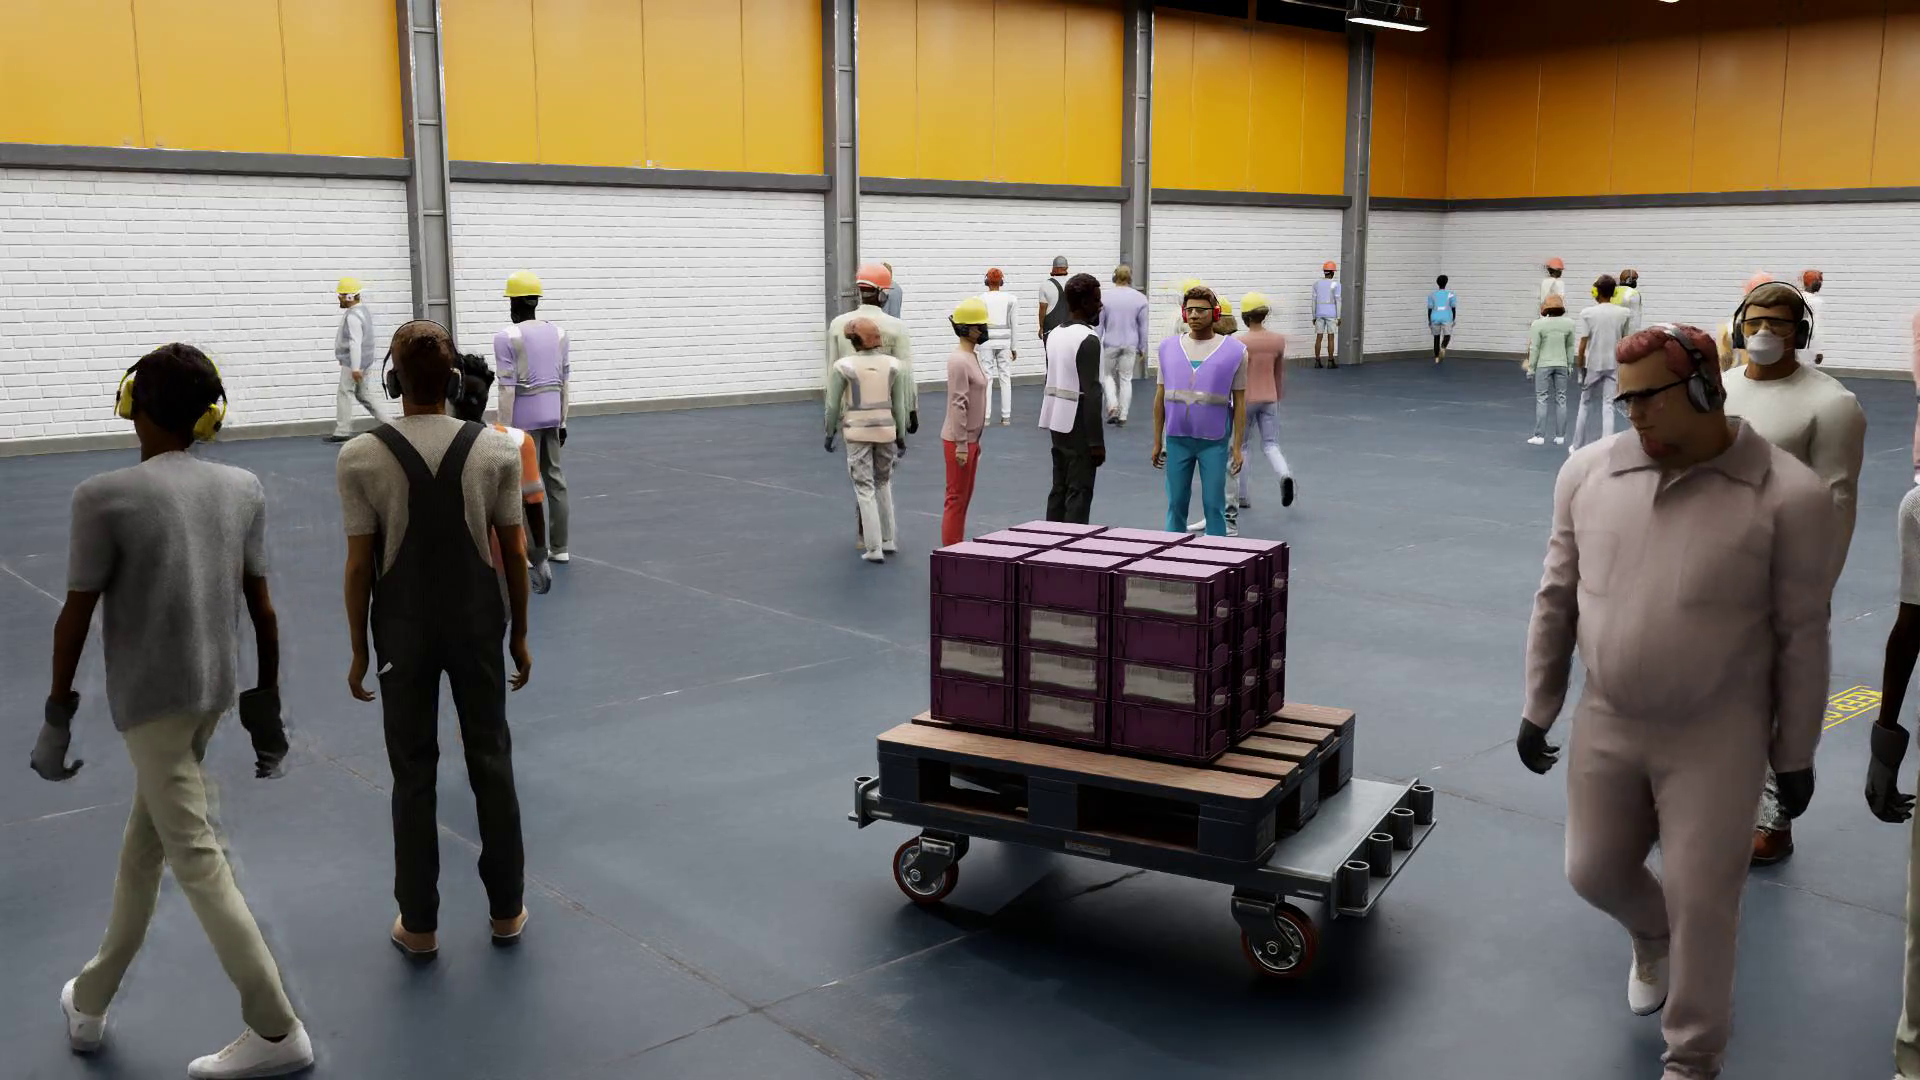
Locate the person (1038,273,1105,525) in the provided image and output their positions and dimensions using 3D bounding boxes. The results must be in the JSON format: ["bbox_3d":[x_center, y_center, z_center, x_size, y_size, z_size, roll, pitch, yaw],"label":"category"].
[{"bbox_3d":[0.691,-0.641,10.048,0.395,1.920,0.587,-4,10,-20],"label":"person"}]

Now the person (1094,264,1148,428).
[{"bbox_3d":[1.895,-2.286,19.665,0.658,1.921,0.448,0,10,-3],"label":"person"}]

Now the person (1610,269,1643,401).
[{"bbox_3d":[9.319,-2.867,23.328,0.430,1.839,0.619,-4,10,-20],"label":"person"}]

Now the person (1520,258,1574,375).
[{"bbox_3d":[10.065,-3.821,28.474,1.076,2.001,0.606,-2,10,-11],"label":"person"}]

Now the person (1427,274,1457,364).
[{"bbox_3d":[8.994,-4.125,31.115,0.541,1.681,0.584,5,11,25],"label":"person"}]

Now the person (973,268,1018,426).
[{"bbox_3d":[0.412,-2.306,19.903,0.584,1.882,0.349,-3,10,-15],"label":"person"}]

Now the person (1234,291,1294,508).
[{"bbox_3d":[2.379,-1.093,13.185,0.520,1.748,0.661,-3,10,-17],"label":"person"}]

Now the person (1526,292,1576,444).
[{"bbox_3d":[6.352,-1.839,17.896,0.499,1.633,0.279,-1,10,-4],"label":"person"}]

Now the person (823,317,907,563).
[{"bbox_3d":[-0.632,-0.662,11.039,0.534,1.616,0.547,-5,11,-26],"label":"person"}]

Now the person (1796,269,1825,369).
[{"bbox_3d":[10.154,-2.328,20.068,0.492,1.866,0.595,-2,10,-12],"label":"person"}]

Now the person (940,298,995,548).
[{"bbox_3d":[0.052,-0.613,10.330,0.330,1.768,0.526,2,10,9],"label":"person"}]

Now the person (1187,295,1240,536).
[{"bbox_3d":[1.850,-0.890,12.020,0.315,1.743,0.487,-2,10,-12],"label":"person"}]

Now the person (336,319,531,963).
[{"bbox_3d":[-1.500,0.292,4.799,0.509,1.844,0.329,-4,11,-23],"label":"person"}]

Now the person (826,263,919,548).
[{"bbox_3d":[-0.559,-0.953,11.732,0.646,1.962,0.815,5,11,26],"label":"person"}]

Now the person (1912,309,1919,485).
[{"bbox_3d":[8.695,-1.414,14.619,0.665,1.907,0.405,-1,10,-4],"label":"person"}]

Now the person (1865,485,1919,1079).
[{"bbox_3d":[2.235,0.490,3.621,0.349,1.861,0.514,-5,11,-26],"label":"person"}]

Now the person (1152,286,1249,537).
[{"bbox_3d":[1.425,-0.583,9.915,0.563,1.847,0.389,4,10,22],"label":"person"}]

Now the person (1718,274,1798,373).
[{"bbox_3d":[5.956,-1.040,12.489,0.562,1.895,0.900,5,11,26],"label":"person"}]

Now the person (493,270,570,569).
[{"bbox_3d":[-2.780,-0.771,10.780,0.369,1.928,0.586,6,12,33],"label":"person"}]

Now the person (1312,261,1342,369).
[{"bbox_3d":[6.605,-4.044,29.919,0.549,1.936,0.376,7,12,36],"label":"person"}]

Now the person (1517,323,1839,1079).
[{"bbox_3d":[1.719,0.419,3.973,0.676,1.874,0.676,-9,13,-44],"label":"person"}]

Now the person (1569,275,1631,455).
[{"bbox_3d":[6.237,-1.652,16.214,0.526,1.839,0.869,2,10,9],"label":"person"}]

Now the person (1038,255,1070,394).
[{"bbox_3d":[1.452,-3.144,24.344,0.685,2.000,0.535,-2,10,-11],"label":"person"}]

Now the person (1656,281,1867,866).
[{"bbox_3d":[2.660,0.110,5.593,0.368,1.940,0.633,-6,11,-30],"label":"person"}]

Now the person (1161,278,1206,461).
[{"bbox_3d":[2.372,-1.660,16.364,0.838,1.797,0.609,1,10,6],"label":"person"}]

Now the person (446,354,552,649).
[{"bbox_3d":[-1.913,0.083,6.605,0.547,1.643,0.914,-5,11,-28],"label":"person"}]

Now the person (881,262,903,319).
[{"bbox_3d":[-1.000,-2.844,22.908,0.371,1.933,0.627,4,10,20],"label":"person"}]

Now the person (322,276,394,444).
[{"bbox_3d":[-6.516,-1.938,17.974,0.752,1.808,0.600,-1,10,-6],"label":"person"}]

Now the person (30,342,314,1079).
[{"bbox_3d":[-1.984,0.427,4.140,0.850,1.811,0.490,3,10,17],"label":"person"}]
